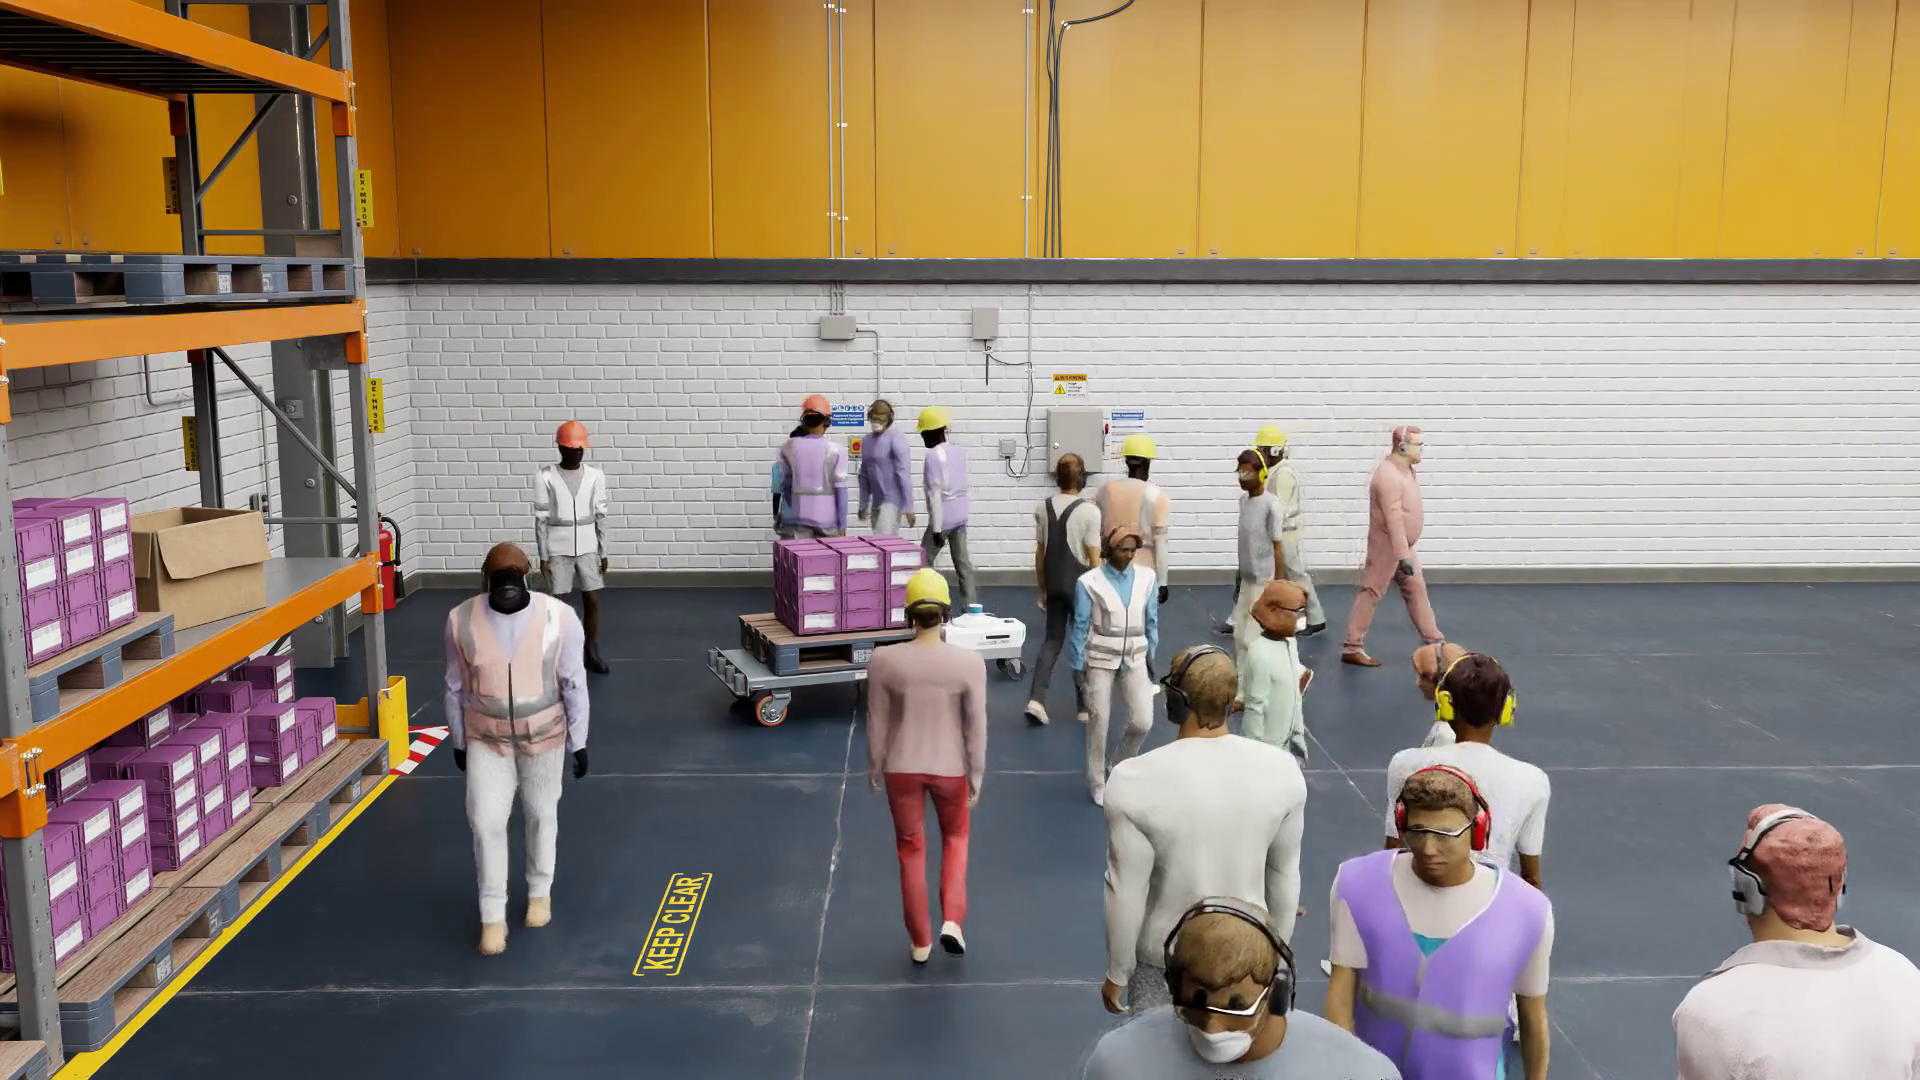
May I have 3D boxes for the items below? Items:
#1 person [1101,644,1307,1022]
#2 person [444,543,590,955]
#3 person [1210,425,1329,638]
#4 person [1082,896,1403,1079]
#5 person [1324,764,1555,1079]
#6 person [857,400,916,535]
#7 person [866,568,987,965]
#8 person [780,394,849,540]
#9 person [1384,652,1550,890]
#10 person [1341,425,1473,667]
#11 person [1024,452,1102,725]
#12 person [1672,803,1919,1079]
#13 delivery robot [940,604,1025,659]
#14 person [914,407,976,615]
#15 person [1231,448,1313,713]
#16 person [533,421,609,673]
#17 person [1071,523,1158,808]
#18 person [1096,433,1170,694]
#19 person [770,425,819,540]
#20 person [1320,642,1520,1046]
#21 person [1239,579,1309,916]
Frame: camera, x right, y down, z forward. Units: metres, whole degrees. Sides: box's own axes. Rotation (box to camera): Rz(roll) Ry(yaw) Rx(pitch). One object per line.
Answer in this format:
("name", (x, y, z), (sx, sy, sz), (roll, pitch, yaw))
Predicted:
("person", (0.716, 1.260, 5.011), (0.630, 1.940, 0.372), (-3, 10, -15))
("person", (-1.987, 0.919, 7.468), (0.645, 1.813, 0.747), (-2, 9, -12))
("person", (2.594, -0.056, 13.609), (0.972, 1.781, 0.582), (-2, 9, -10))
("person", (0.601, 1.565, 3.228), (0.812, 1.916, 0.546), (3, 10, 20))
("person", (1.250, 1.440, 4.396), (0.554, 1.788, 1.017), (5, 11, 29))
("person", (-0.702, -0.293, 14.716), (0.512, 1.905, 0.739), (-5, 10, -26))
("person", (-0.151, 0.987, 7.252), (0.526, 1.754, 0.361), (0, 9, 0))
("person", (-1.198, -0.181, 13.625), (0.623, 2.010, 0.692), (3, 10, 17))
("person", (1.539, 1.270, 5.238), (0.559, 1.840, 0.447), (2, 9, 9))
("person", (3.364, 0.072, 12.533), (0.984, 1.857, 0.668), (6, 11, 31))
("person", (0.721, 0.337, 11.022), (0.520, 1.848, 0.553), (7, 12, 37))
("person", (1.744, 1.506, 3.610), (0.651, 1.904, 0.401), (-4, 10, -21))
("delivery robot", (0.117, 0.717, 12.285), (0.707, 0.478, 0.477), (-3, 10, -16))
("person", (-0.189, -0.183, 14.006), (0.871, 1.882, 0.684), (6, 11, 33))
("person", (2.060, 0.285, 11.289), (0.596, 1.847, 0.536), (-3, 10, -16))
("person", (-2.873, 0.072, 12.354), (0.549, 1.926, 0.400), (-5, 10, -28))
("person", (0.873, 0.708, 9.338), (0.543, 1.619, 0.388), (-3, 10, -19))
("person", (1.172, 0.208, 11.579), (0.597, 1.902, 0.723), (7, 12, 37))
("person", (-1.392, -0.212, 14.900), (0.551, 1.656, 0.726), (1, 9, 9))
("person", (1.863, 1.180, 6.542), (0.878, 1.582, 0.526), (4, 10, 24))
("person", (1.402, 0.972, 7.772), (0.426, 1.616, 0.502), (5, 10, 26))
